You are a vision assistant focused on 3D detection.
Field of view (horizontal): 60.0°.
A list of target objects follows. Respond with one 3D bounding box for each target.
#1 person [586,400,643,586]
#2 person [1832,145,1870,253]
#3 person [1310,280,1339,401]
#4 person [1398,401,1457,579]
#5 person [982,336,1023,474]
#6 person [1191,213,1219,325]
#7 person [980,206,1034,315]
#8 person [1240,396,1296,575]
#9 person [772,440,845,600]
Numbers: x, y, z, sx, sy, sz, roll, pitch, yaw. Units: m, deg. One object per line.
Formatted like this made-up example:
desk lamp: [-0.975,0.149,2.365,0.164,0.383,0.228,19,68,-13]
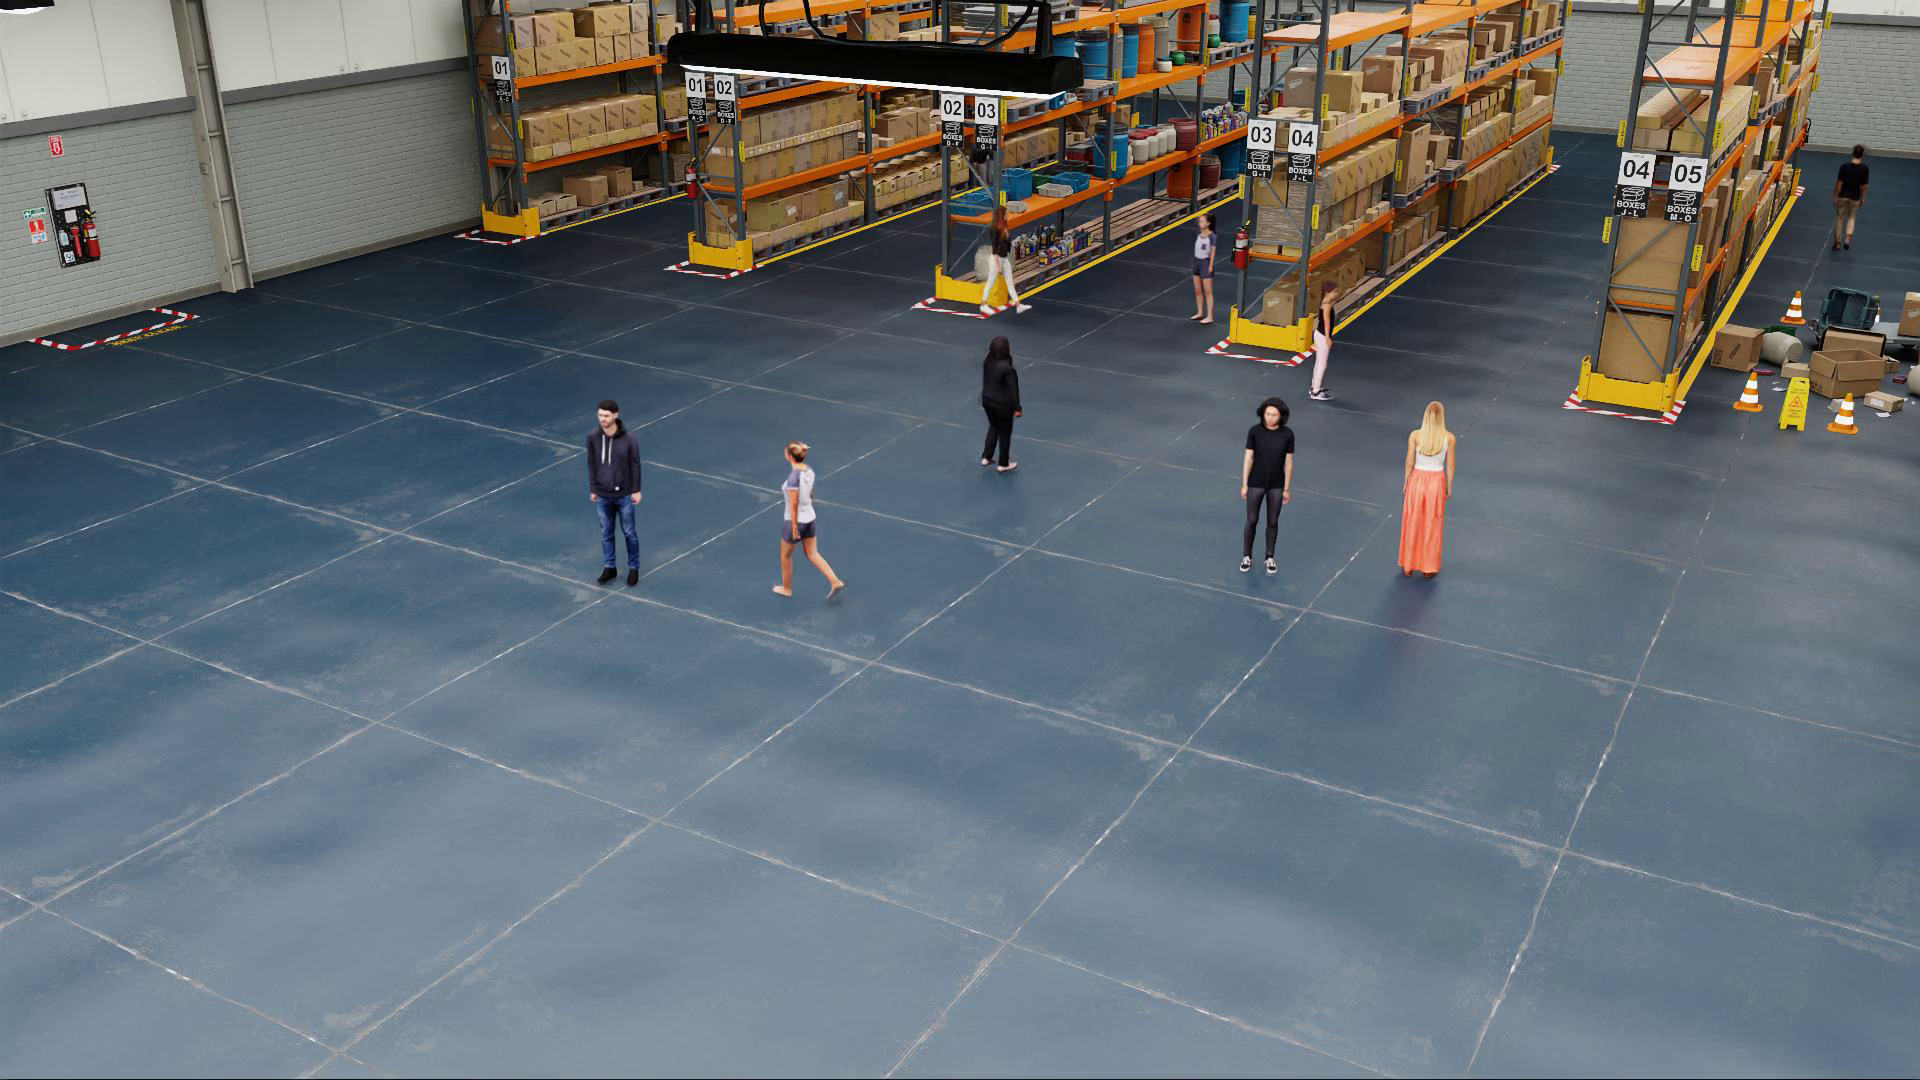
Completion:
person: [-3.350,-0.485,16.215,0.744,1.893,0.706,4,23,9]
person: [15.611,-5.974,29.185,0.699,1.843,0.700,7,24,16]
person: [4.744,-2.628,21.678,0.689,1.562,0.573,-1,23,-1]
person: [4.590,-0.499,16.363,0.659,1.803,0.627,8,24,19]
person: [0.416,-1.537,19.048,0.750,1.613,0.741,-17,29,-35]
person: [3.691,-4.098,25.027,0.681,1.645,0.669,-12,26,-26]
person: [0.521,-4.239,25.329,0.709,1.669,1.008,13,26,29]
person: [3.044,-0.577,16.510,0.704,1.831,0.655,4,23,9]
person: [-1.451,-0.157,15.815,0.635,1.602,0.899,12,26,27]
